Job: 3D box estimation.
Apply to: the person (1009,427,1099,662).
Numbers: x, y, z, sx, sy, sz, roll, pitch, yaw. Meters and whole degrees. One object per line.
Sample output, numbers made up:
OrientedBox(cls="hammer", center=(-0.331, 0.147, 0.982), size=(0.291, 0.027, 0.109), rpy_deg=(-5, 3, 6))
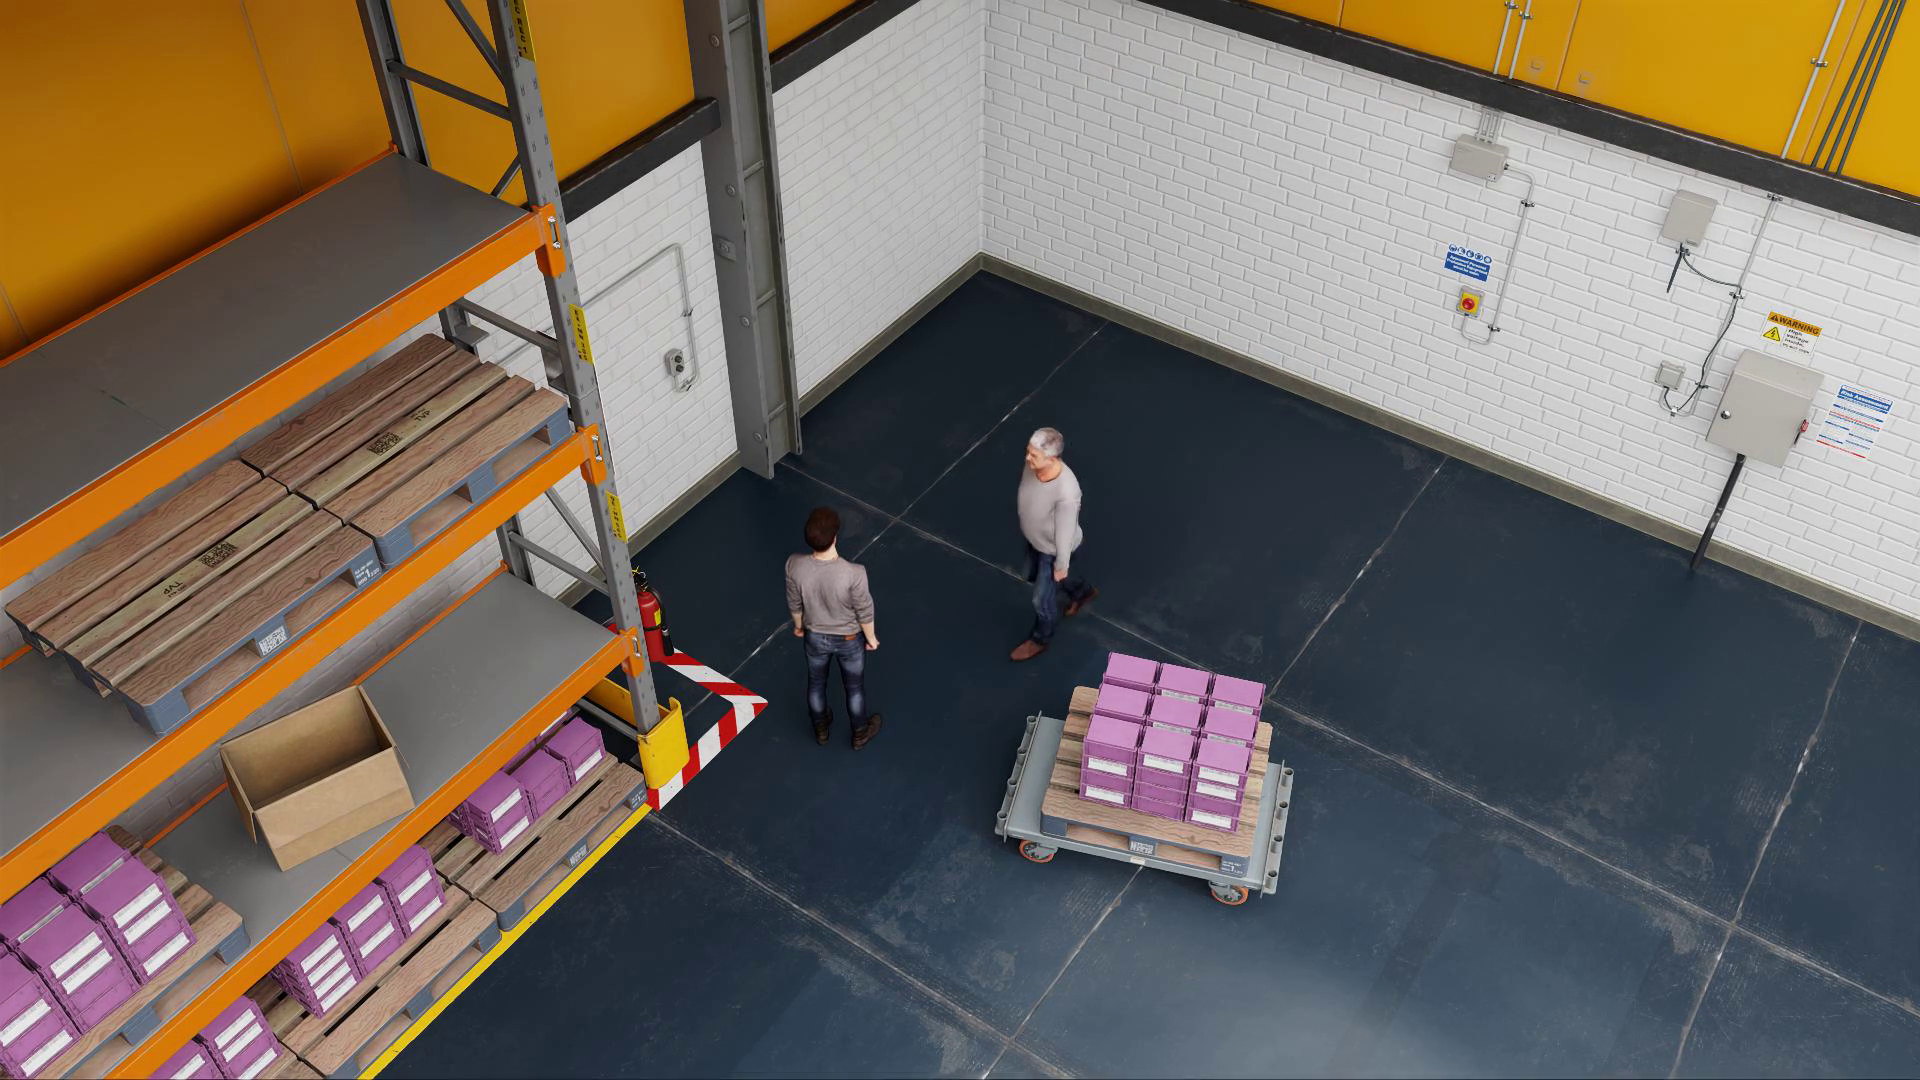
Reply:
OrientedBox(cls="person", center=(0.646, -0.009, 10.555), size=(1.102, 1.889, 0.996), rpy_deg=(-18, 47, -18))

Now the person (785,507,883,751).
OrientedBox(cls="person", center=(-0.762, 0.553, 9.949), size=(0.761, 1.911, 0.731), rpy_deg=(9, 44, 9))
